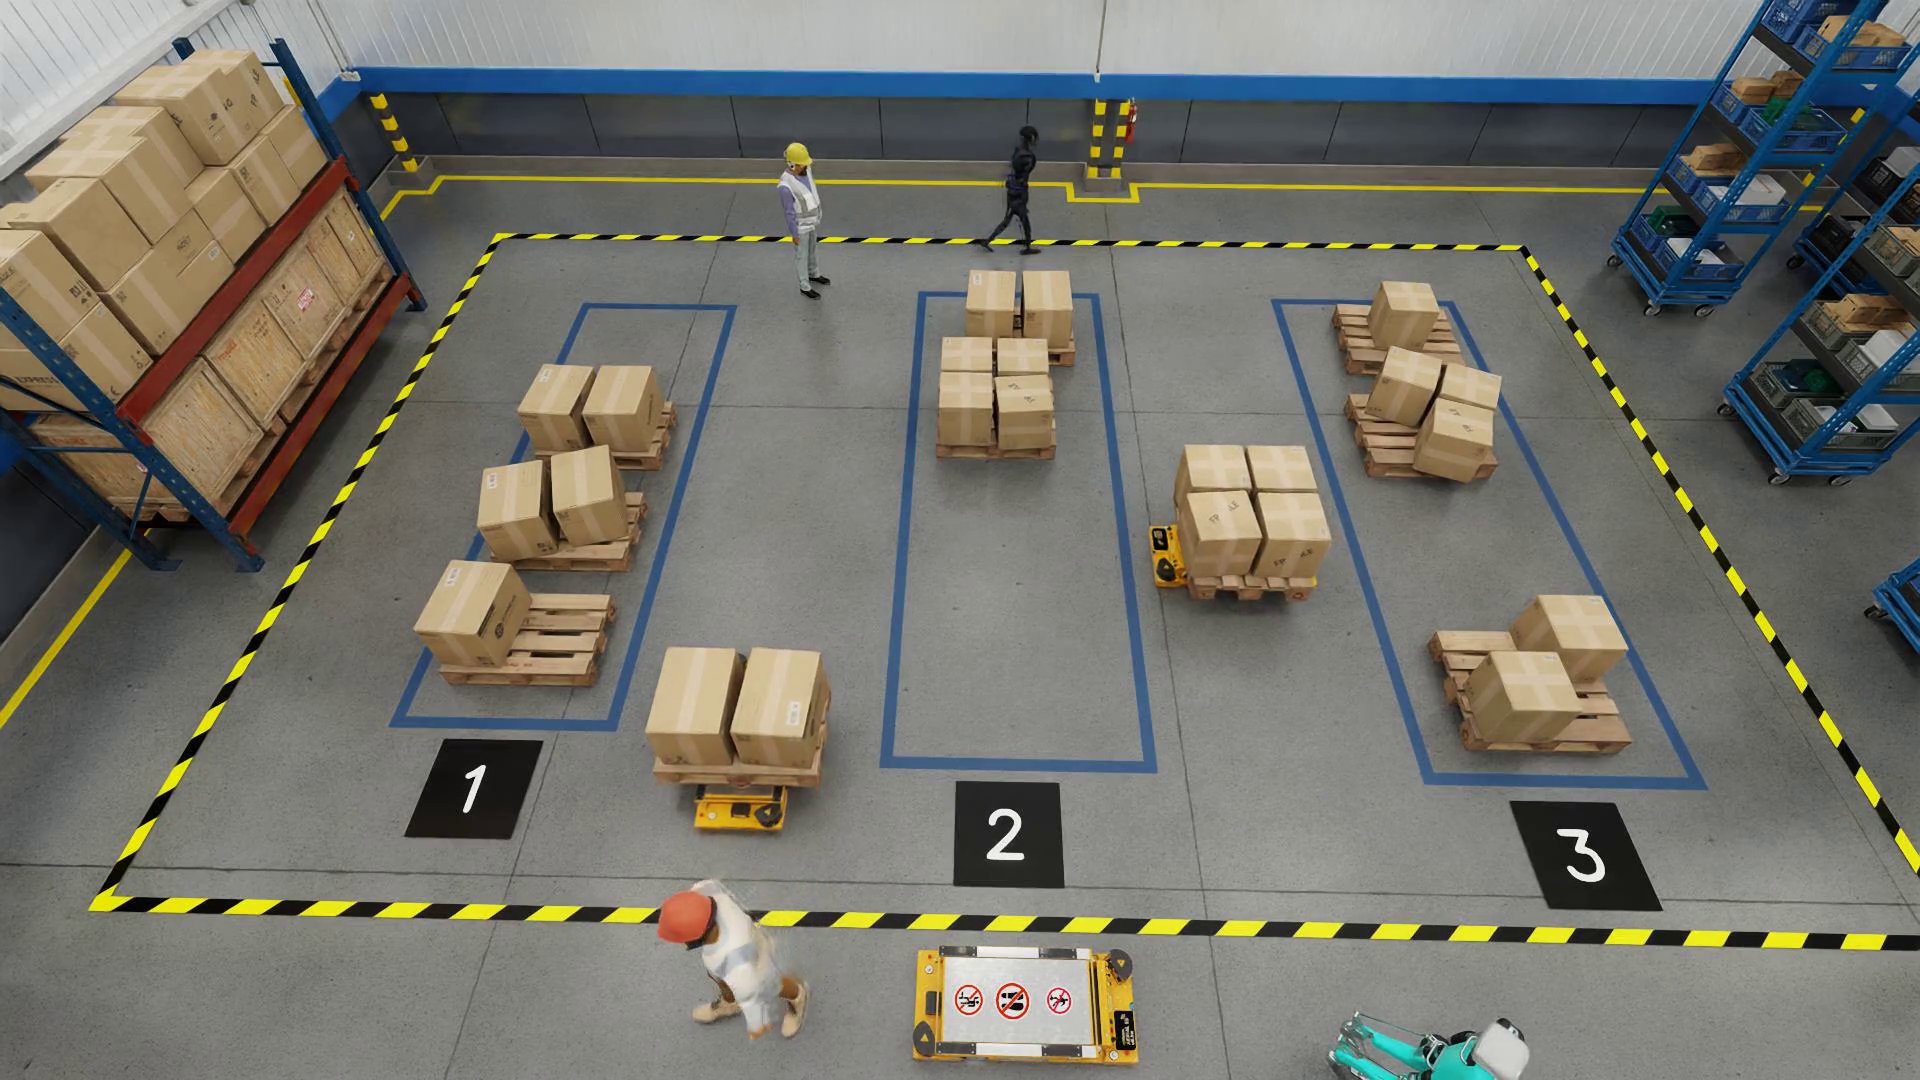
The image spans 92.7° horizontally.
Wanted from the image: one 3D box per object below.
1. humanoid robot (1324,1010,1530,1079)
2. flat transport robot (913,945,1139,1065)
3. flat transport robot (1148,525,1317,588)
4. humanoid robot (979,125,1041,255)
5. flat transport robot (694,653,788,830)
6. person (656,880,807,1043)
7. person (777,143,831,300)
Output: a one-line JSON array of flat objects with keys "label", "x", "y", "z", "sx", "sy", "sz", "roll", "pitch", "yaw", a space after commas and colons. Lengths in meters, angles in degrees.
[{"label": "humanoid robot", "x": 2.452, "y": 2.855, "z": 5.121, "sx": 0.533, "sy": 1.681, "sz": 0.735, "roll": -37, "pitch": 60, "yaw": -26}, {"label": "flat transport robot", "x": 0.422, "y": 3.041, "z": 6.007, "sx": 1.431, "sy": 0.231, "sz": 0.659, "roll": 1, "pitch": 51, "yaw": 1}, {"label": "flat transport robot", "x": 2.483, "y": 0.119, "z": 8.371, "sx": 1.431, "sy": 0.197, "sz": 0.652, "roll": 1, "pitch": 51, "yaw": 1}, {"label": "humanoid robot", "x": 0.643, "y": -4.152, "z": 11.006, "sx": 0.772, "sy": 1.646, "sz": 0.610, "roll": -6, "pitch": 51, "yaw": -5}, {"label": "flat transport robot", "x": -1.632, "y": 1.550, "z": 7.205, "sx": 0.652, "sy": 0.197, "sz": 1.431, "roll": 1, "pitch": 51, "yaw": 1}, {"label": "person", "x": -1.355, "y": 2.534, "z": 5.301, "sx": 0.770, "sy": 1.999, "sz": 0.704, "roll": -30, "pitch": 57, "yaw": -22}, {"label": "person", "x": -1.765, "y": -3.631, "z": 10.438, "sx": 0.403, "sy": 1.829, "sz": 0.587, "roll": 16, "pitch": 53, "yaw": 12}]
